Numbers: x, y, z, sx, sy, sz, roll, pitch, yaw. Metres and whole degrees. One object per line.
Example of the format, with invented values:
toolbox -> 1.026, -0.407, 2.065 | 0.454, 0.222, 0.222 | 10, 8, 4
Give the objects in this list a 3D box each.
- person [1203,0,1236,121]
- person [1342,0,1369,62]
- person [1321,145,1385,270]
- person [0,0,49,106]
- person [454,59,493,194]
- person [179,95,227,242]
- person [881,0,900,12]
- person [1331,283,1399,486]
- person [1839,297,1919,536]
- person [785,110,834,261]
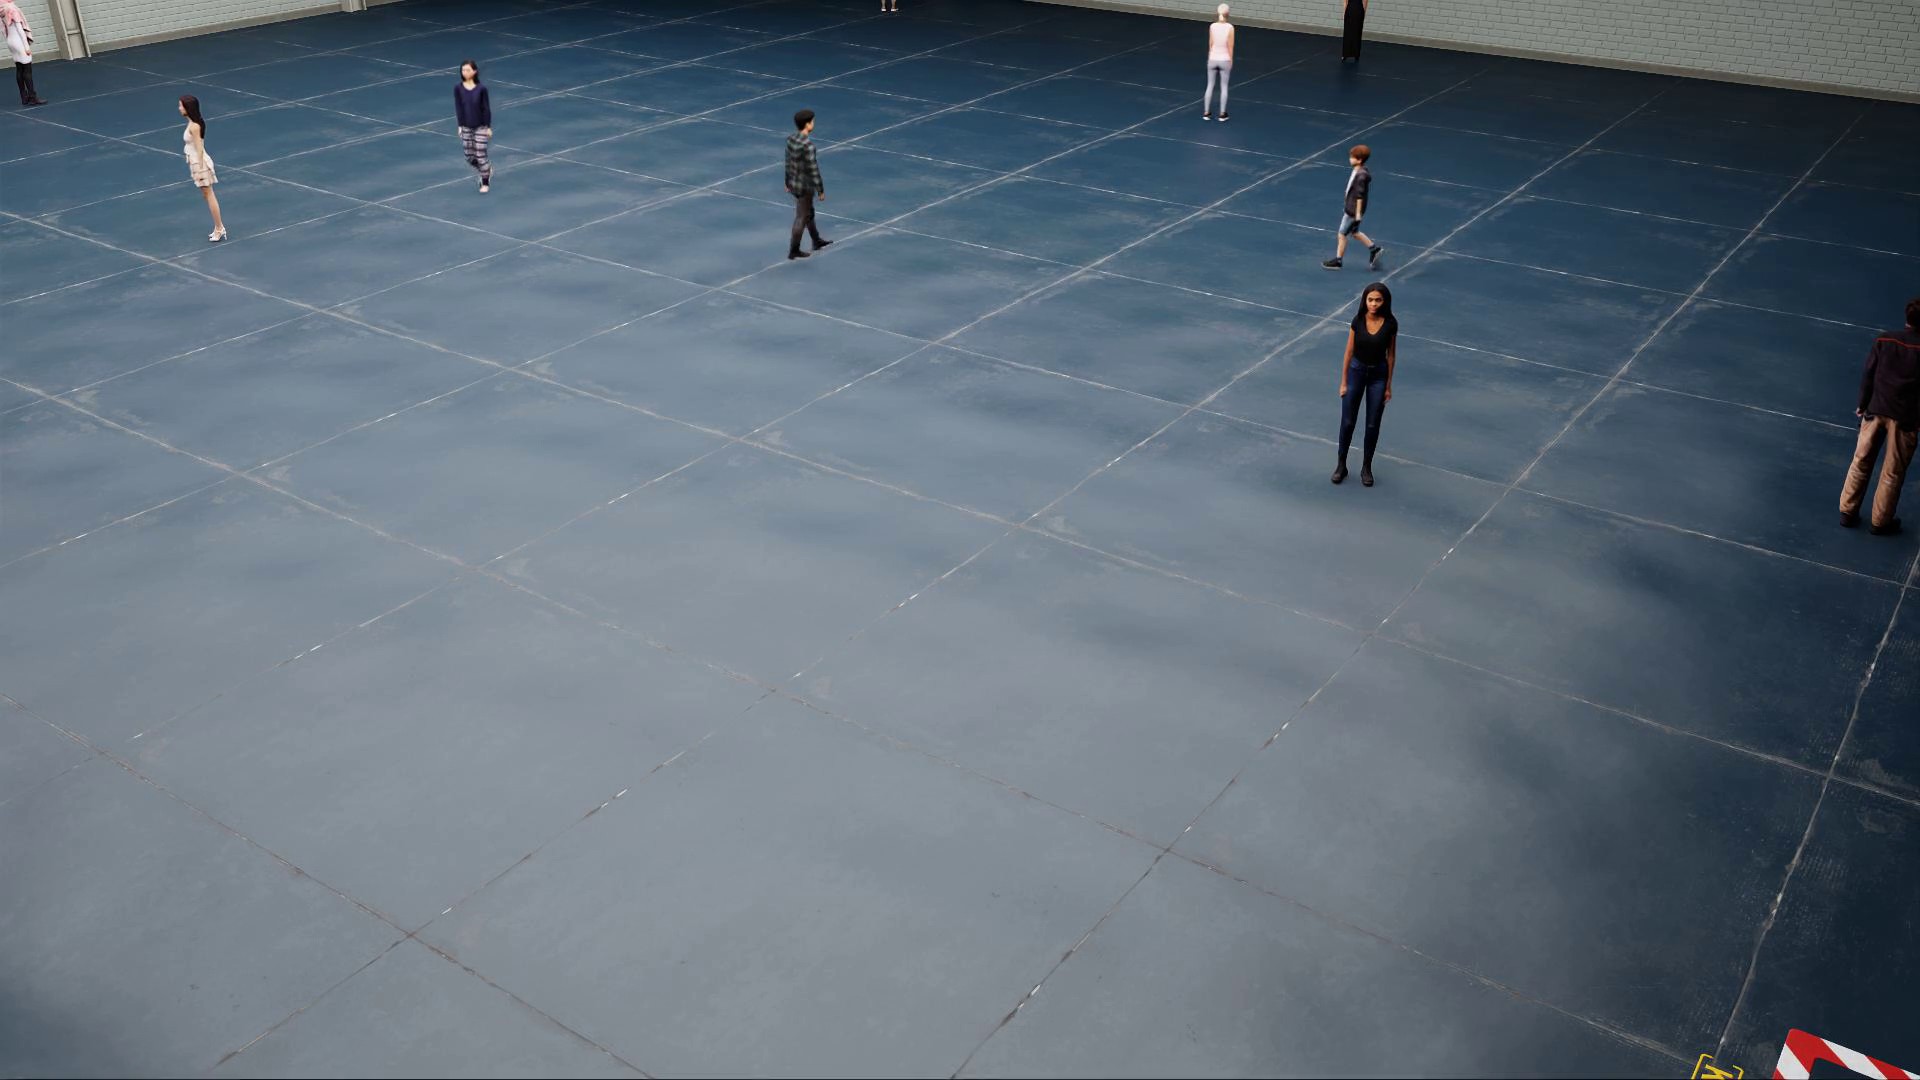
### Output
person -> 3.980, -7.323, 25.474 | 0.578, 1.724, 0.555 | 13, 30, 24
person -> 6.991, -9.321, 29.483 | 0.652, 1.604, 0.663 | 2, 27, 4
person -> 4.538, -3.766, 18.884 | 0.819, 1.432, 0.921 | 5, 28, 9
person -> -14.945, -7.842, 26.394 | 0.632, 1.803, 0.587 | 15, 31, 27
person -> -6.338, -5.450, 21.837 | 0.769, 1.723, 0.819 | 2, 27, 3
person -> -9.042, -4.437, 19.855 | 0.688, 1.735, 0.667 | -11, 29, -20
person -> -1.474, -11.699, 34.050 | 0.658, 1.651, 0.673 | 2, 27, 5
person -> 3.366, -1.300, 13.760 | 0.646, 1.738, 0.644 | 6, 28, 12
person -> 7.241, -0.973, 12.922 | 0.667, 1.925, 0.735 | -24, 36, -38
person -> -1.862, -4.028, 18.915 | 1.013, 1.699, 0.909 | -16, 31, -29
